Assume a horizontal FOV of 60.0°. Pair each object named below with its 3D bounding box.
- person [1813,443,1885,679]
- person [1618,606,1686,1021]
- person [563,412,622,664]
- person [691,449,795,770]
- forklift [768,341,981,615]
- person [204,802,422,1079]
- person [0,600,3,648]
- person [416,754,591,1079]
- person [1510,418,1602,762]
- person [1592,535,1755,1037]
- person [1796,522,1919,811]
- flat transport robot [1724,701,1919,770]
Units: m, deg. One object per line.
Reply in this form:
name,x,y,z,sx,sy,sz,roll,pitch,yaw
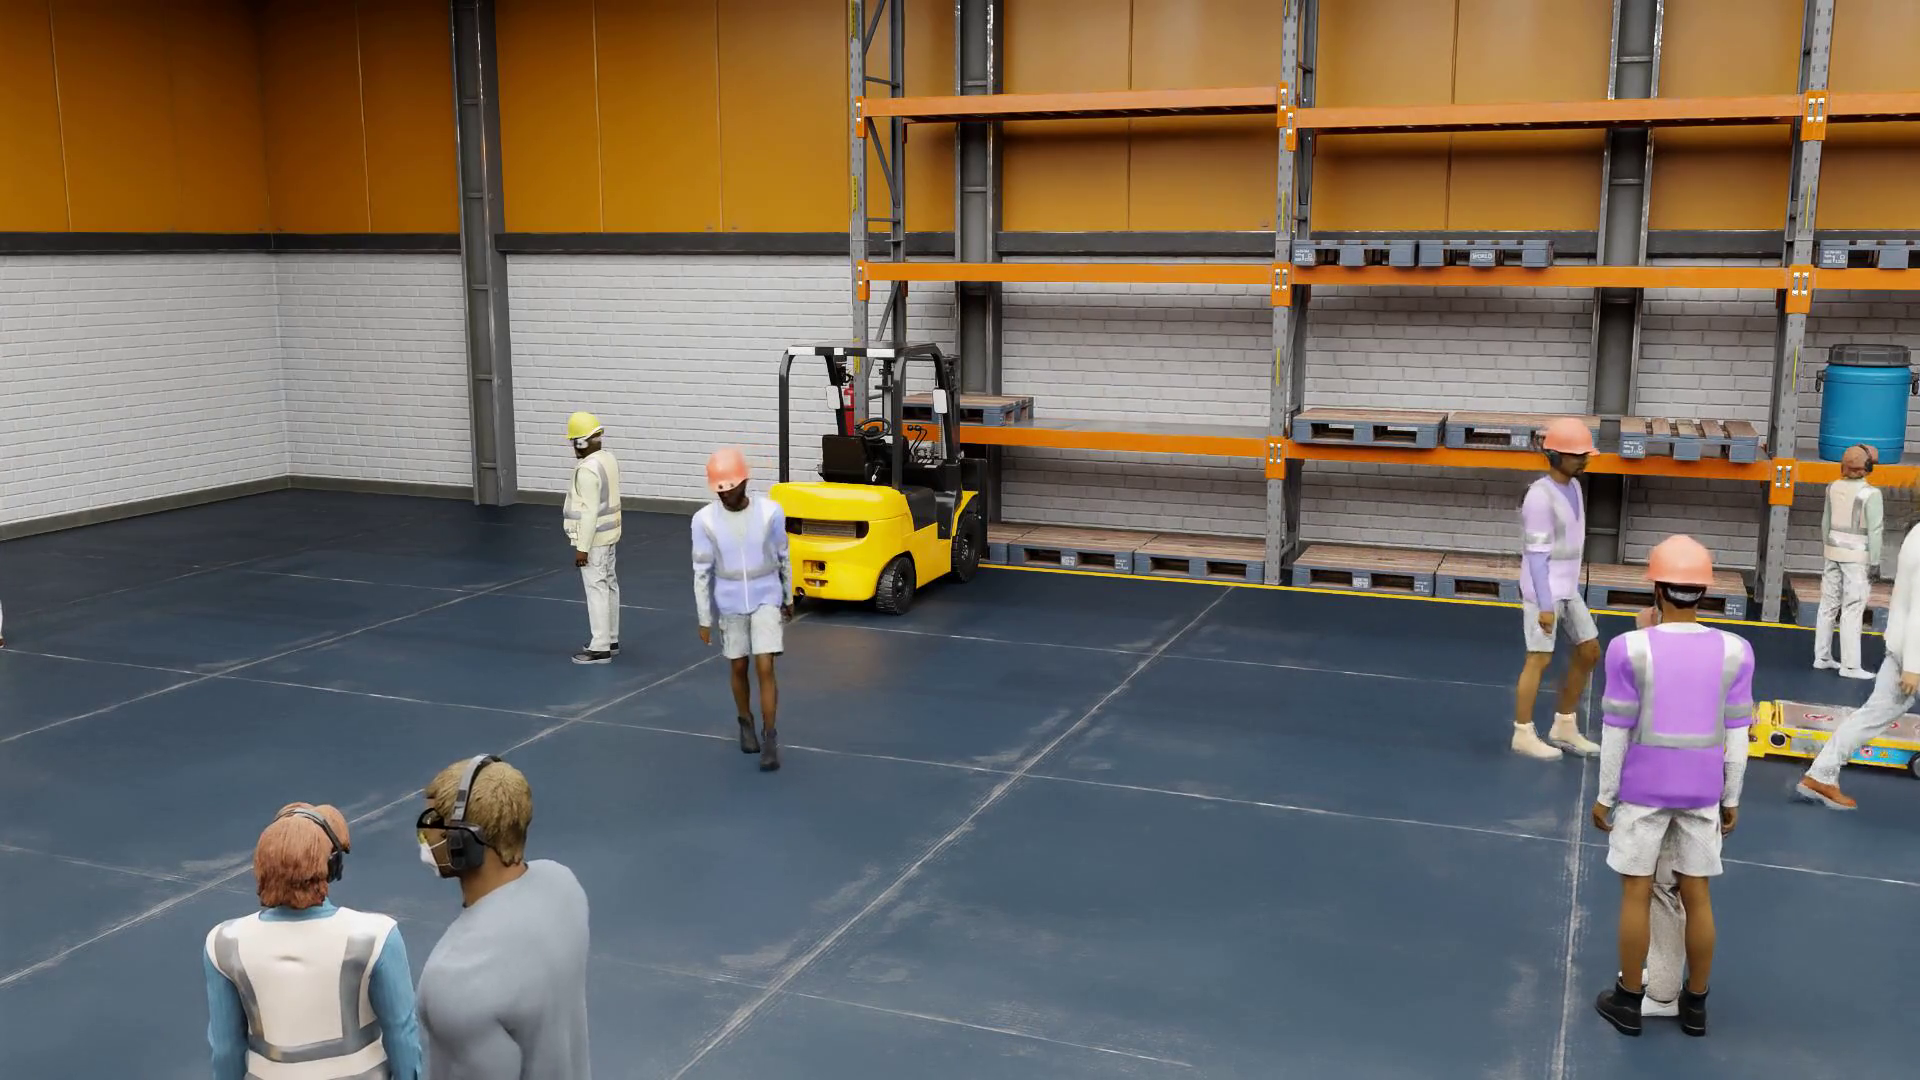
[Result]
person,6.217,0.145,11.615,0.307,1.645,0.520,-2,10,-13
person,2.757,1.062,6.529,0.310,1.636,0.523,5,12,28
person,-2.656,-0.016,12.022,0.403,1.822,0.588,1,10,5
person,-1.249,0.386,9.647,0.581,1.866,0.808,-1,10,-4
forklift,-0.739,-0.602,14.246,1.214,2.155,2.313,4,11,21
person,-1.624,1.471,4.239,0.513,1.642,0.311,-1,10,-4
person,-7.350,0.026,12.330,0.503,1.634,0.295,4,11,20
person,-0.999,1.417,3.714,0.372,1.939,0.629,1,10,6
person,3.548,0.307,9.652,0.631,2.024,0.655,9,13,40
person,2.705,0.941,6.374,0.551,1.932,0.378,1,10,4
person,4.956,0.566,8.636,1.039,1.891,0.645,4,11,22
flat transport robot,5.294,1.161,9.785,1.431,0.197,0.652,5,11,25
